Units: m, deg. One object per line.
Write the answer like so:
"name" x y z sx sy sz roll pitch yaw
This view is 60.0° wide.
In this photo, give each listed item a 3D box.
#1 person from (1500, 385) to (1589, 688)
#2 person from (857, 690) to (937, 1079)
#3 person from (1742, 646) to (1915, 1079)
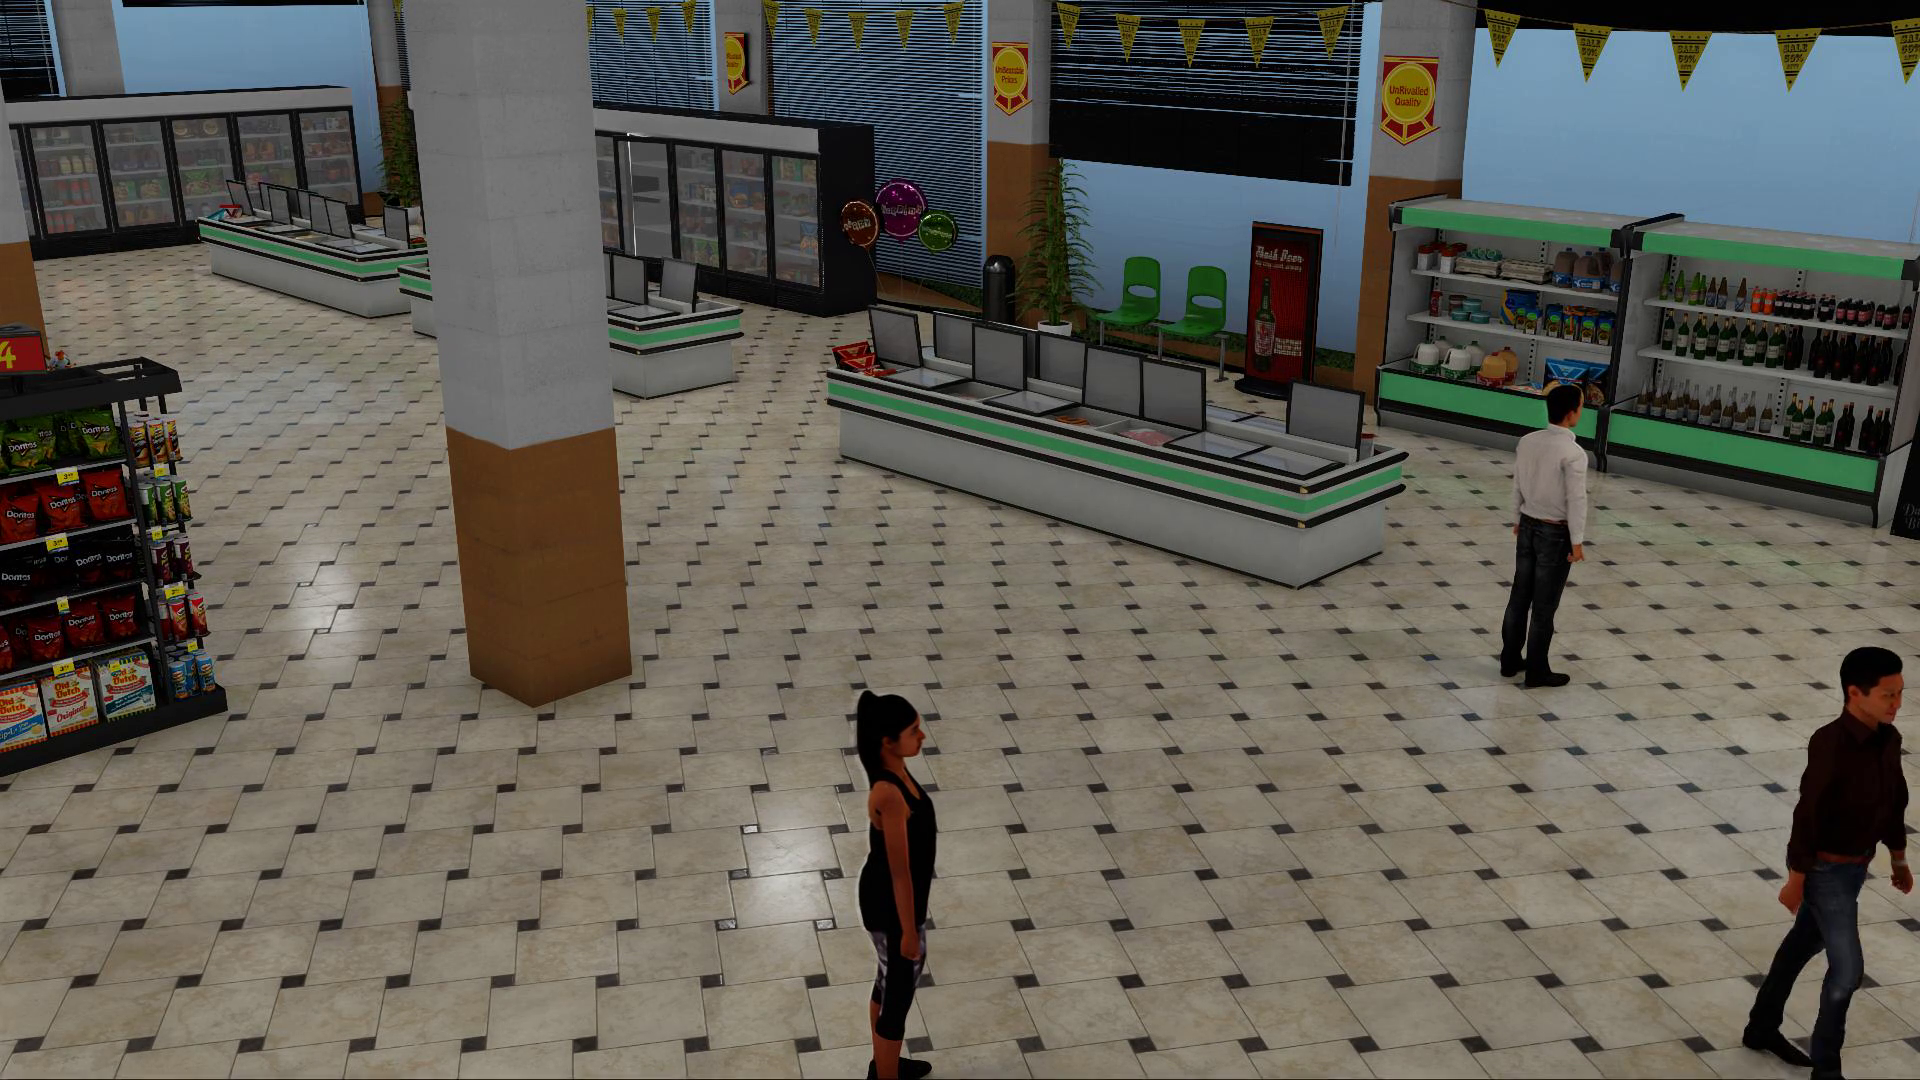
"person" 3.442 -0.030 9.801 0.790 1.809 0.602 -9 20 -24
"person" -0.237 1.312 6.049 0.720 1.662 0.635 -2 19 -6
"person" 3.183 1.196 6.240 0.710 1.761 0.825 -15 24 -37
